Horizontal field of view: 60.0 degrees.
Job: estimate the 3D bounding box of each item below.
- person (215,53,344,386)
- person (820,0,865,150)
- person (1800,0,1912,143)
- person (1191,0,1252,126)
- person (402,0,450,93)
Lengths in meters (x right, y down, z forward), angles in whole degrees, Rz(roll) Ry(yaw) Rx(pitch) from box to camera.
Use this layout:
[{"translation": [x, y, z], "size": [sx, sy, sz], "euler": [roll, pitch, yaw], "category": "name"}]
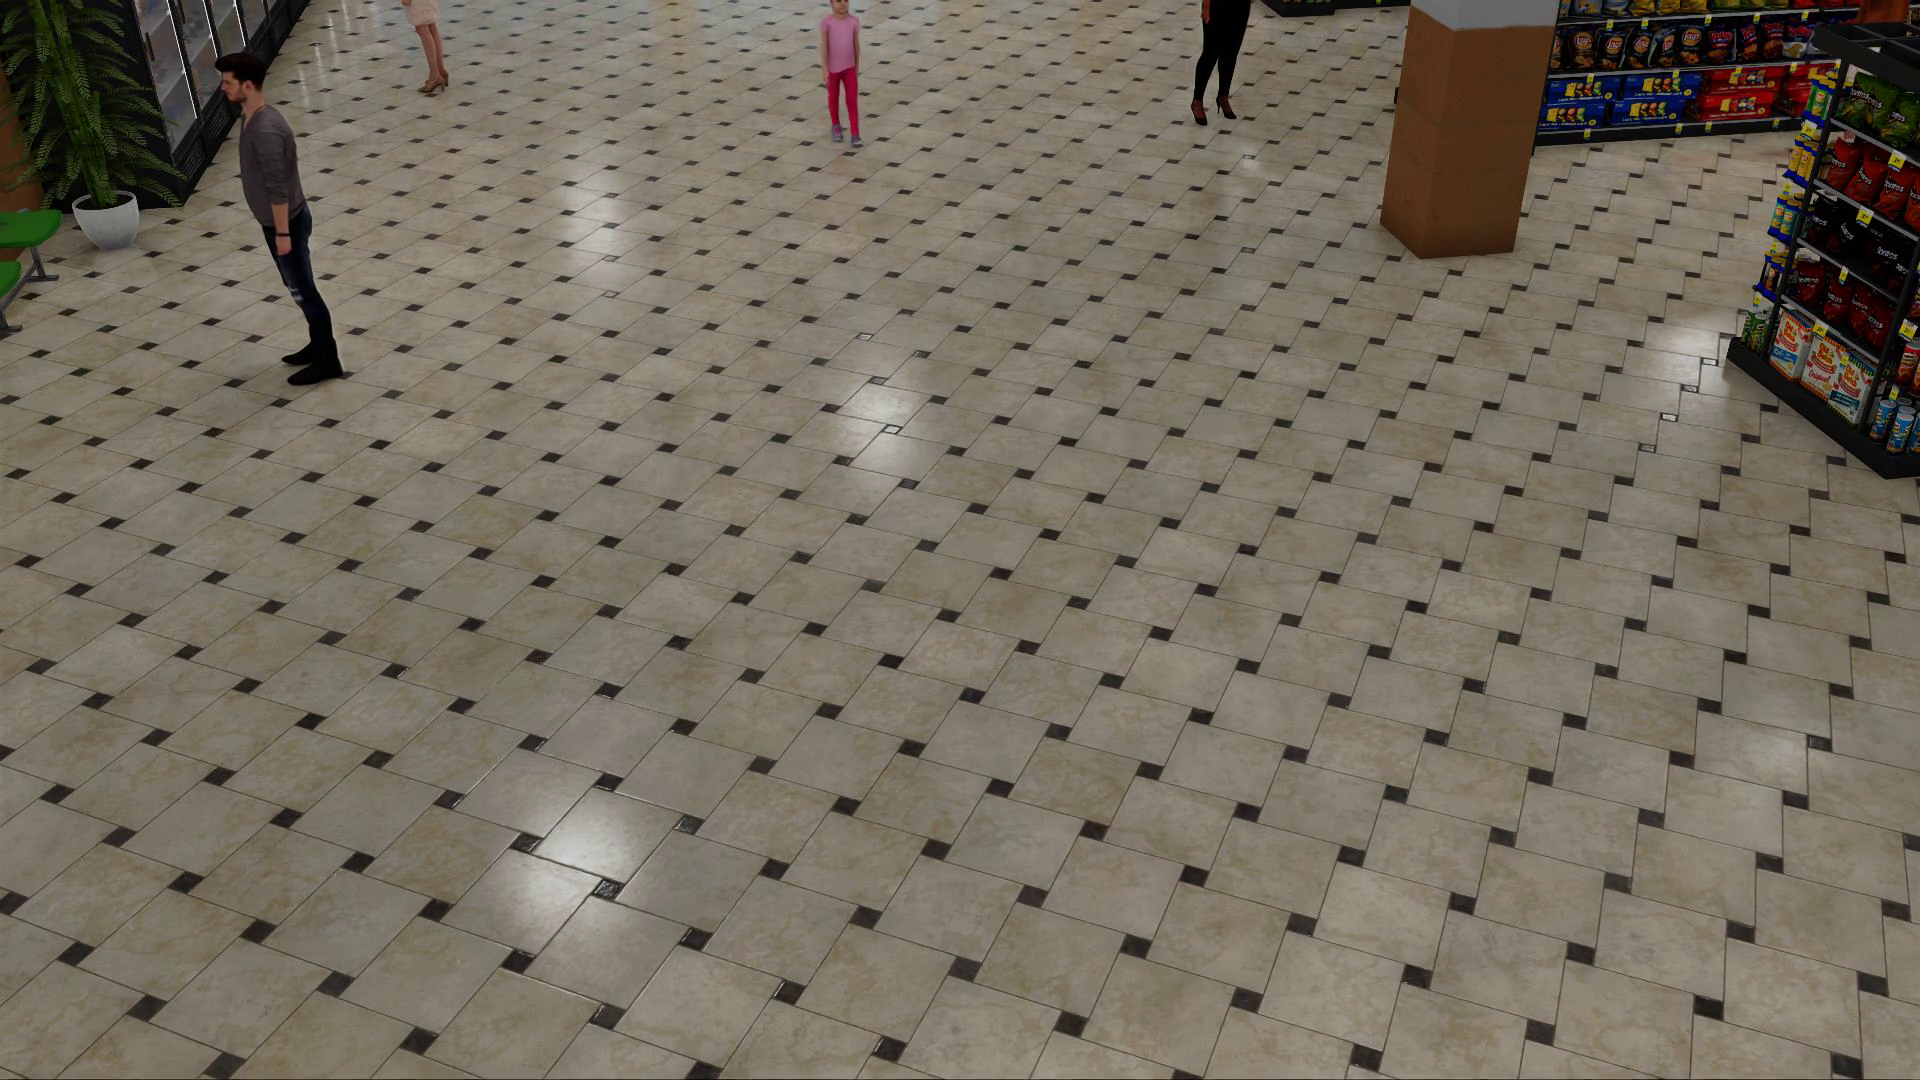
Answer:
[{"translation": [-3.839, -1.820, 9.468], "size": [0.700, 1.900, 0.738], "euler": [-17, 36, -26], "category": "person"}, {"translation": [-0.971, -3.770, 13.224], "size": [0.824, 1.242, 0.570], "euler": [-7, 33, -11], "category": "person"}, {"translation": [6.923, -3.771, 12.782], "size": [0.781, 1.711, 0.618], "euler": [-4, 32, -6], "category": "person"}, {"translation": [2.160, -4.339, 13.574], "size": [0.671, 1.840, 0.798], "euler": [-19, 37, -28], "category": "person"}, {"translation": [-4.674, -4.755, 14.339], "size": [0.631, 1.737, 0.653], "euler": [3, 32, 4], "category": "person"}]
